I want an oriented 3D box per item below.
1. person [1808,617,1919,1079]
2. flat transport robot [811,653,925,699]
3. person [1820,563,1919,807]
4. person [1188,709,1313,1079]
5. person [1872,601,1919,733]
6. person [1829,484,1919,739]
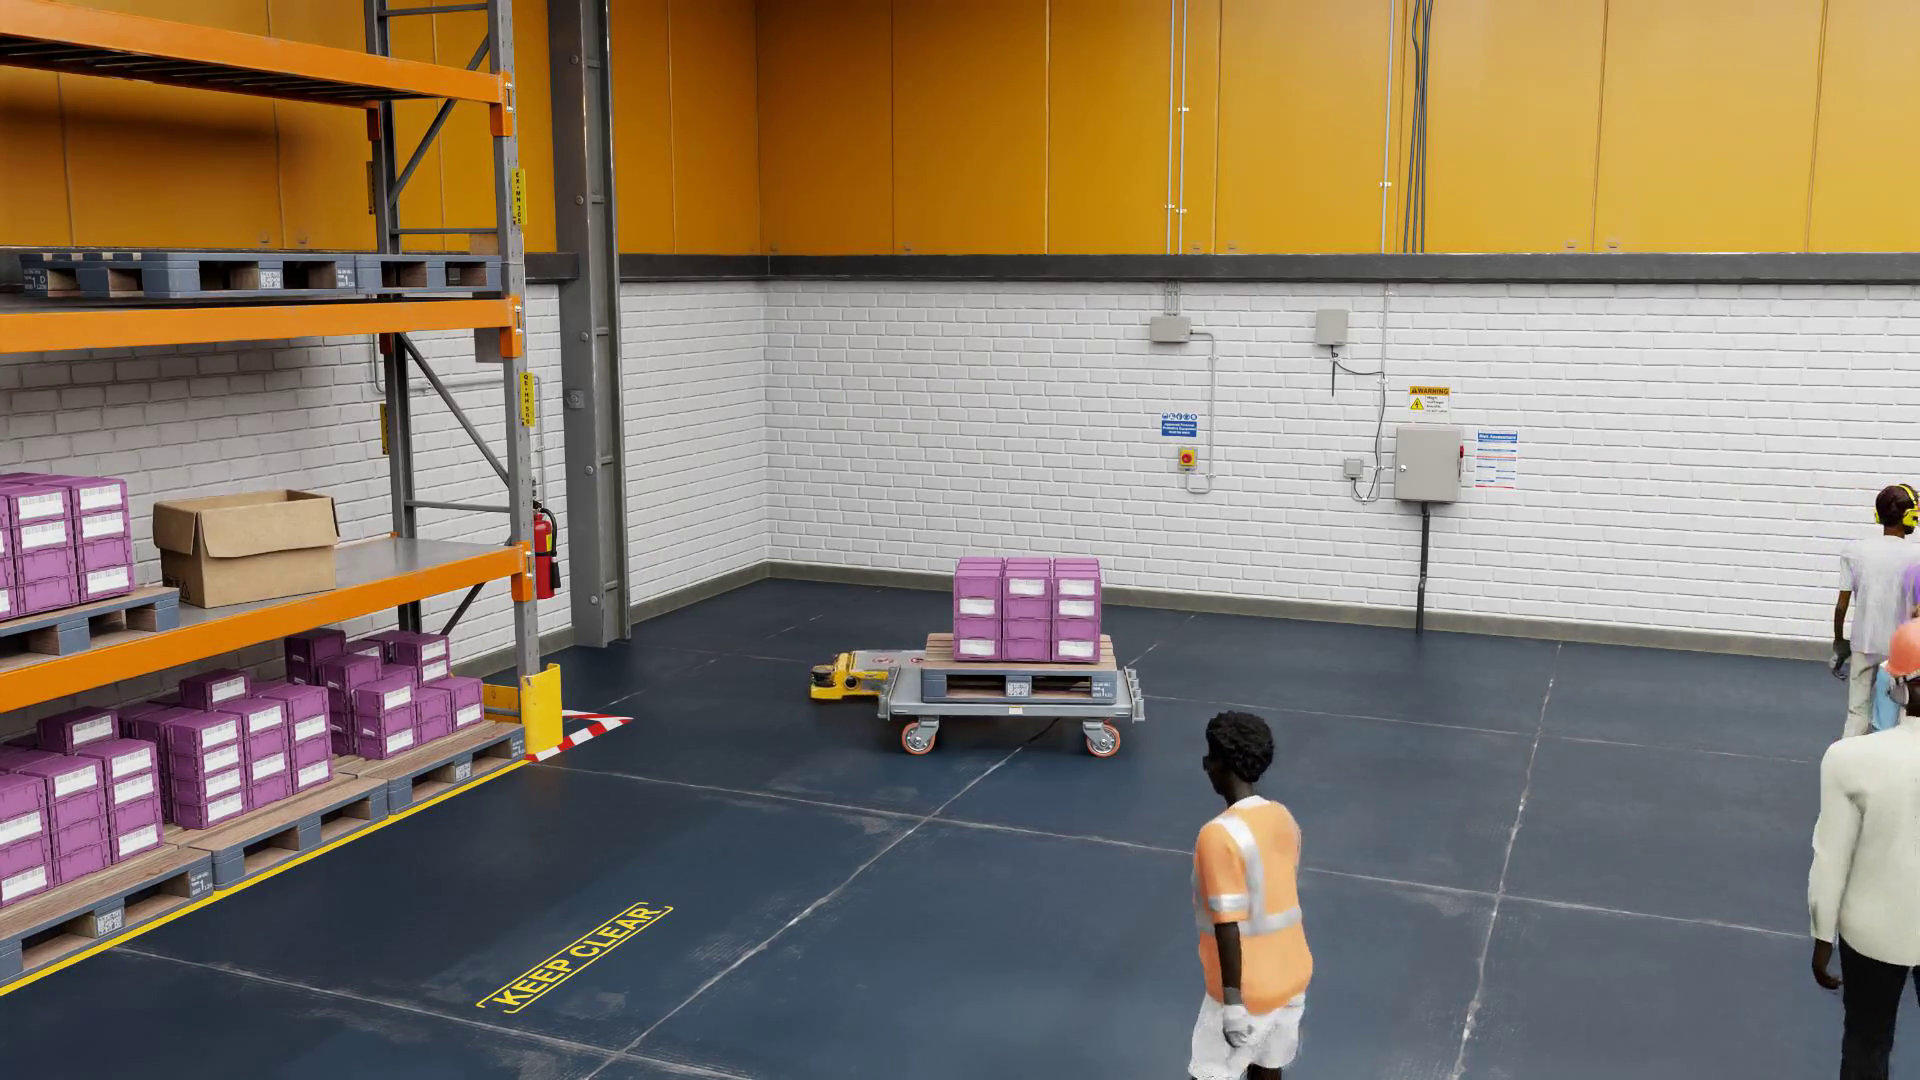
[{"bbox_3d":[2.938,1.218,5.098,0.626,1.972,0.832,4,10,23],"label":"person"},{"bbox_3d":[-0.327,0.952,11.862,1.431,0.197,0.652,0,9,-1],"label":"flat transport robot"},{"bbox_3d":[5.057,0.680,8.675,0.564,1.884,0.988,-7,12,-35],"label":"person"},{"bbox_3d":[0.914,1.368,5.127,0.505,1.658,0.569,7,12,37],"label":"person"},{"bbox_3d":[4.242,1.049,7.230,0.526,1.608,0.753,1,9,8],"label":"person"},{"bbox_3d":[5.009,0.625,9.029,0.514,1.865,0.327,8,12,41],"label":"person"}]
